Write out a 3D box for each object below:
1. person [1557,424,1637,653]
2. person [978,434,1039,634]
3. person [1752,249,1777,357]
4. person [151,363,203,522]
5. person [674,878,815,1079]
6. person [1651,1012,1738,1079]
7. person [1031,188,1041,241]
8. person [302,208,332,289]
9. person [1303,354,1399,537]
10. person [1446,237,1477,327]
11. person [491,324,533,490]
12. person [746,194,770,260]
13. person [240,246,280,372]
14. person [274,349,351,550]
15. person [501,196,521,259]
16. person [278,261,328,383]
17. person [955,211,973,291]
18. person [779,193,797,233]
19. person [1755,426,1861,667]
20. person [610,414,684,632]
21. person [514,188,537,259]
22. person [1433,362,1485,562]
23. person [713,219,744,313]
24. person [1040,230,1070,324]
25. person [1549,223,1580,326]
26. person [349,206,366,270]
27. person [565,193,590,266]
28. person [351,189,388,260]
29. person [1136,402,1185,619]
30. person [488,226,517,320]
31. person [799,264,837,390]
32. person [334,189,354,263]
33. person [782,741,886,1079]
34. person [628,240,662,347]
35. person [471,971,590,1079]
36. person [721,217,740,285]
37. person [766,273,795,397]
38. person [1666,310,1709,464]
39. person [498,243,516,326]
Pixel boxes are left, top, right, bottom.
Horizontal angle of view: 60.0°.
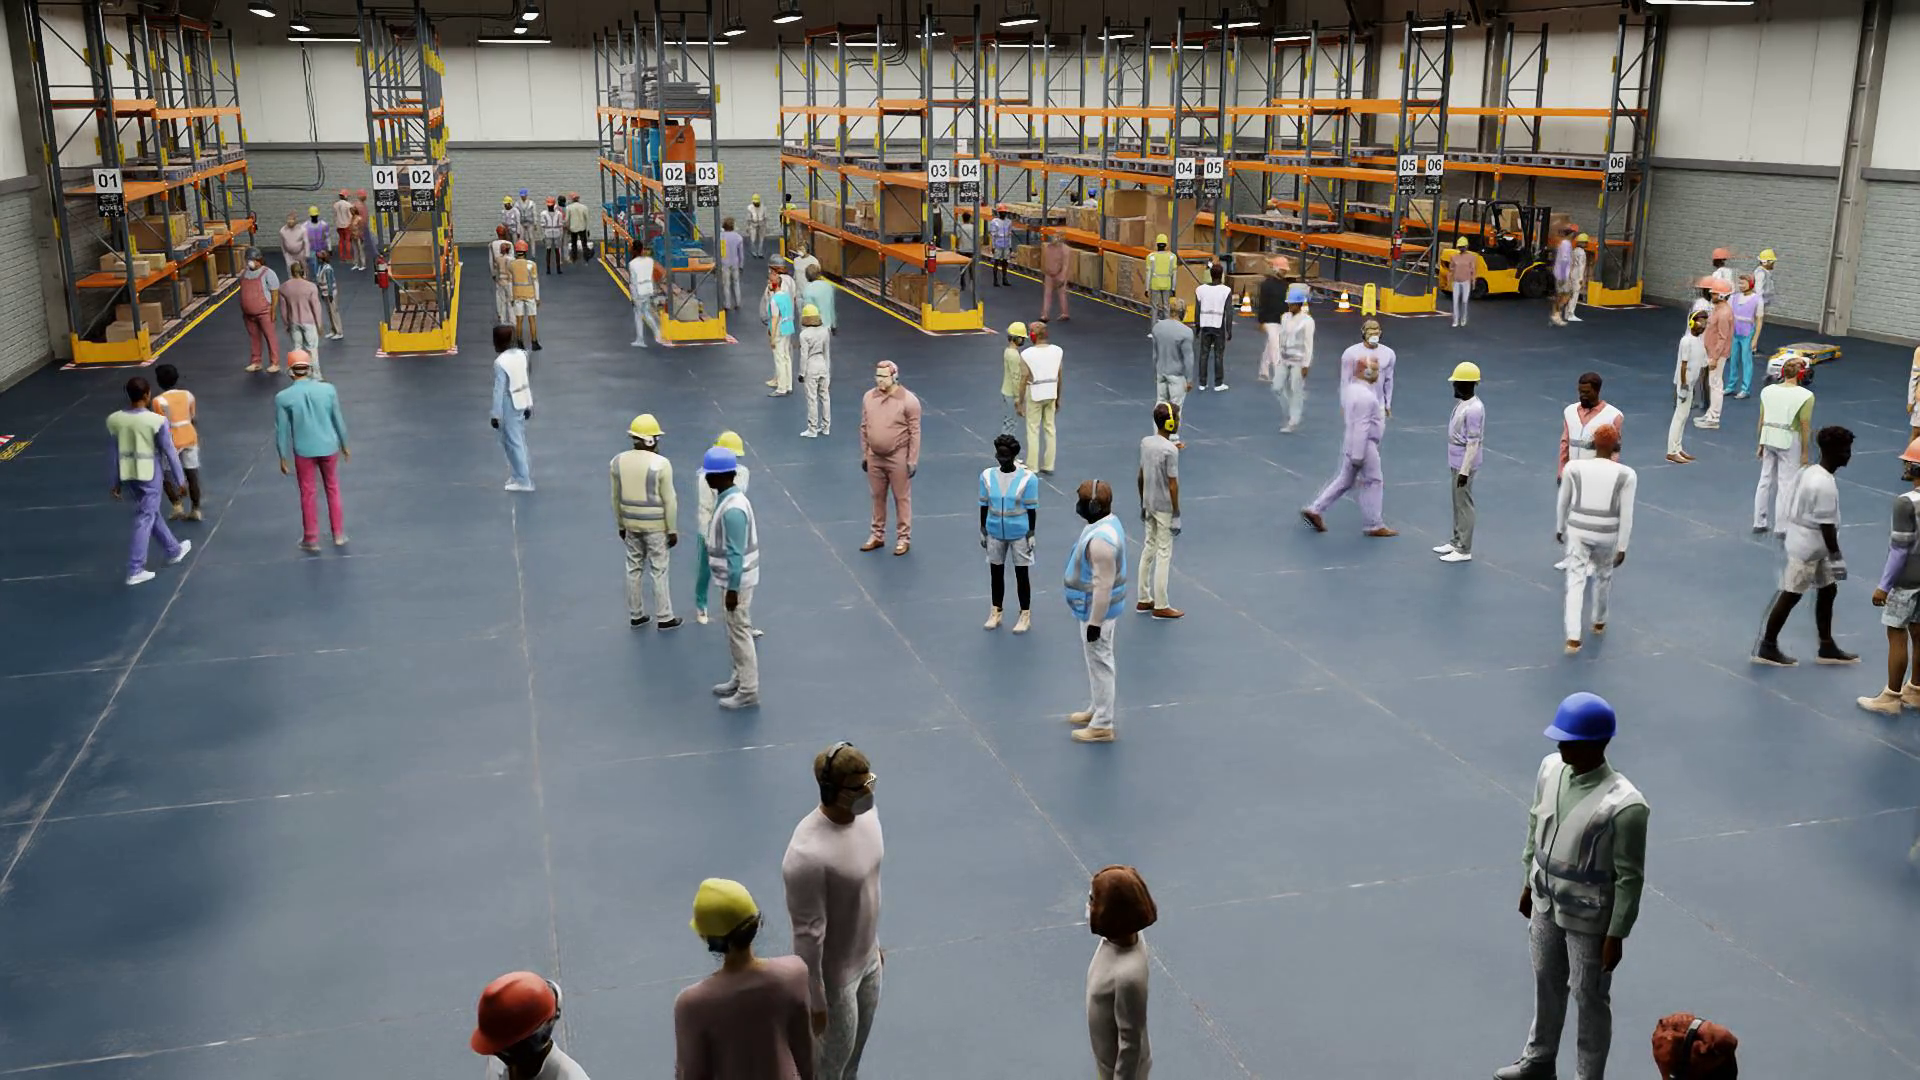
[{"bbox_3d":[5.132,-0.034,13.494,0.587,1.832,1.009,7,16,24],"label":"person"},{"bbox_3d":[0.399,-0.056,13.825,0.530,1.689,0.321,6,16,20],"label":"person"},{"bbox_3d":[13.854,-4.105,28.781,0.404,1.834,0.591,8,17,28],"label":"person"},{"bbox_3d":[-8.194,-1.008,17.401,0.418,1.683,0.533,8,17,27],"label":"person"},{"bbox_3d":[-0.731,2.022,5.897,0.558,1.747,0.439,-8,17,-27],"label":"person"},{"bbox_3d":[2.032,2.238,4.821,0.355,1.882,0.576,9,18,32],"label":"person"},{"bbox_3d":[2.316,-10.209,52.131,0.499,1.634,0.278,-8,17,-26],"label":"person"},{"bbox_3d":[-15.054,-6.837,38.986,0.609,1.873,0.982,-7,16,-25],"label":"person"},{"bbox_3d":[4.005,-0.957,16.864,0.892,1.879,0.651,1,15,3],"label":"person"},{"bbox_3d":[9.736,-5.010,32.338,0.555,1.749,0.425,8,17,27],"label":"person"},{"bbox_3d":[-5.121,-1.487,18.795,0.555,1.900,0.630,2,15,9],"label":"person"},{"bbox_3d":[-5.550,-8.598,45.742,0.626,1.794,0.637,-5,16,-17],"label":"person"},{"bbox_3d":[-11.419,-3.746,27.032,0.683,2.000,0.538,4,15,14],"label":"person"},{"bbox_3d":[-6.375,-0.891,16.415,0.699,1.983,0.443,-9,18,-32],"label":"person"},{"bbox_3d":[-11.972,-8.230,44.332,0.596,1.826,0.403,7,16,23],"label":"person"},{"bbox_3d":[-10.109,-3.306,25.583,0.627,1.935,0.371,1,15,4],"label":"person"},{"bbox_3d":[0.135,-6.624,38.240,0.520,1.856,0.548,-2,15,-8],"label":"person"},{"bbox_3d":[-4.940,-9.126,47.937,0.541,1.696,0.315,1,15,6],"label":"person"},{"bbox_3d":[6.703,0.076,12.858,0.870,1.932,0.614,7,16,25],"label":"person"},{"bbox_3d":[-2.605,-0.139,13.865,0.591,1.829,0.404,6,16,23],"label":"person"},{"bbox_3d":[-12.052,-8.777,46.170,0.622,1.939,0.423,-1,15,-5],"label":"person"},{"bbox_3d":[4.818,-0.749,15.973,0.365,1.928,0.585,2,15,7],"label":"person"},{"bbox_3d":[-4.824,-5.720,34.734,0.636,1.906,0.638,-5,16,-19],"label":"person"},{"bbox_3d":[1.880,-5.217,32.941,0.659,1.855,0.942,10,18,32],"label":"person"},{"bbox_3d":[11.819,-5.179,32.525,0.484,1.990,0.647,3,15,11],"label":"person"},{"bbox_3d":[-15.660,-7.833,43.180,0.511,1.641,0.308,9,17,30],"label":"person"},{"bbox_3d":[-10.202,-8.278,44.363,0.630,1.896,1.090,-6,16,-22],"label":"person"},{"bbox_3d":[-16.337,-8.633,45.620,1.046,1.932,0.640,1,15,5],"label":"person"},{"bbox_3d":[1.719,-0.257,14.234,0.309,1.868,0.535,-8,17,-28],"label":"person"},{"bbox_3d":[-9.141,-5.345,33.349,0.572,1.886,0.355,5,16,18],"label":"person"},{"bbox_3d":[-2.206,-3.264,25.452,0.597,1.912,0.656,10,18,33],"label":"person"},{"bbox_3d":[-16.642,-8.496,45.043,0.602,1.977,0.434,7,16,25],"label":"person"},{"bbox_3d":[-0.474,1.716,6.673,0.356,1.938,0.638,6,16,20],"label":"person"},{"bbox_3d":[-5.685,-4.400,29.747,0.524,1.907,0.606,9,18,31],"label":"person"},{"bbox_3d":[-1.361,2.168,5.344,0.561,1.743,0.335,13,20,40],"label":"person"},{"bbox_3d":[-5.455,-6.880,39.623,0.398,1.625,0.520,14,20,42],"label":"person"},{"bbox_3d":[-2.679,-3.055,24.827,0.386,1.836,0.563,4,15,16],"label":"person"},{"bbox_3d":[8.923,-1.880,20.355,0.336,1.864,0.521,11,18,36],"label":"person"},{"bbox_3d":[-8.832,-4.966,32.434,0.353,1.633,0.558,-14,20,-43],"label":"person"}]
